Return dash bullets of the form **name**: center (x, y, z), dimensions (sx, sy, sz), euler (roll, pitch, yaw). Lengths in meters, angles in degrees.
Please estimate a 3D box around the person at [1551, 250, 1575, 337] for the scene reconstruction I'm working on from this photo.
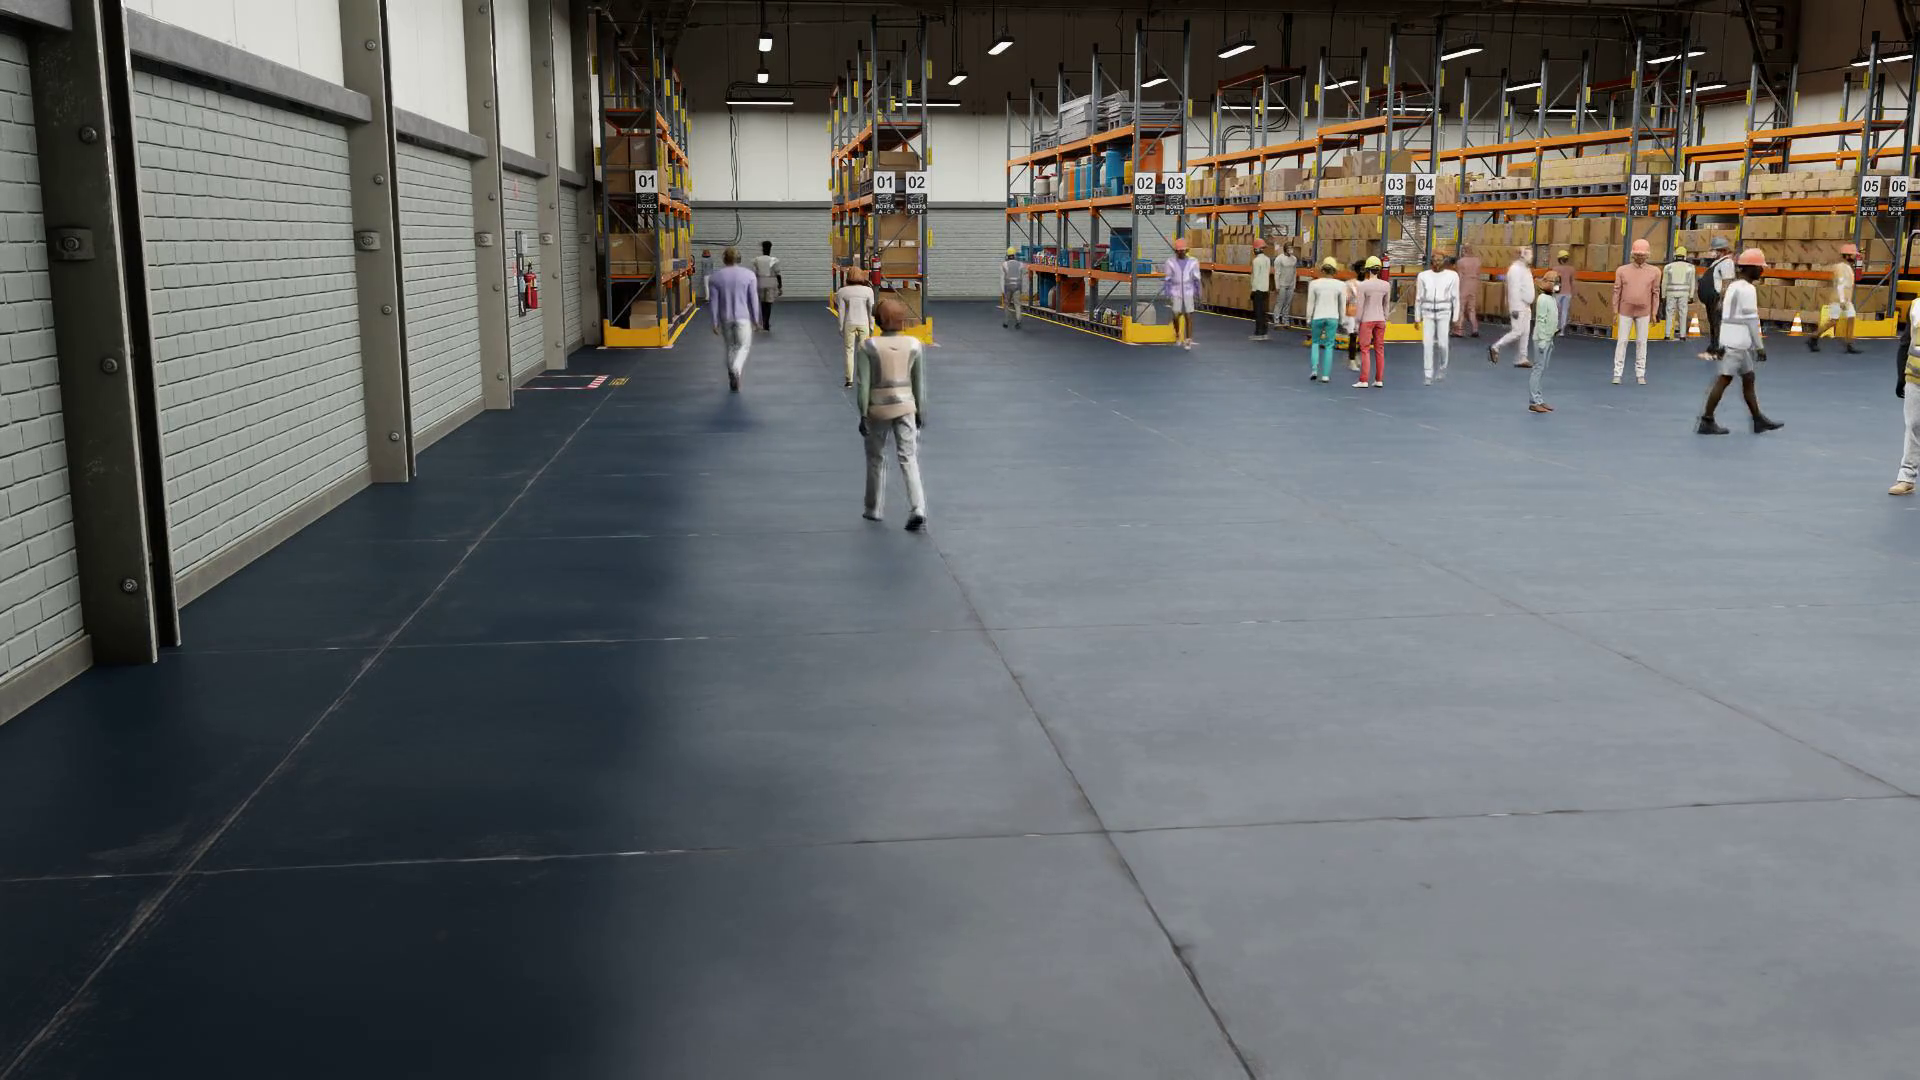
- **person**: center (12.218, -5.002, 33.790), dimensions (0.547, 1.760, 0.364), euler (-1, 10, -6)

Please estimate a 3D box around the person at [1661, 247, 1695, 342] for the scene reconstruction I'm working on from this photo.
- **person**: center (13.934, -4.766, 32.290), dimensions (0.602, 1.830, 0.404), euler (4, 11, 21)

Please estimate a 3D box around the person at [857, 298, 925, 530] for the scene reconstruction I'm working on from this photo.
- **person**: center (-0.471, -0.886, 11.639), dimensions (0.523, 1.599, 0.847), euler (-4, 11, -22)

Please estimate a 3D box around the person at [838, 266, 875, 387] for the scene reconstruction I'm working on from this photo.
- **person**: center (-1.398, -2.874, 22.458), dimensions (0.499, 1.636, 0.286), euler (-1, 10, -5)

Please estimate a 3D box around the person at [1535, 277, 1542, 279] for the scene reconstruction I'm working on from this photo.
- **person**: center (15.859, -7.244, 45.672), dimensions (0.638, 1.909, 0.408), euler (-3, 11, -17)

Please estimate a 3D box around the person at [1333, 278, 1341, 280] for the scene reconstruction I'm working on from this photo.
- **person**: center (11.528, -8.218, 51.057), dimensions (0.439, 1.901, 0.661), euler (-8, 13, -39)

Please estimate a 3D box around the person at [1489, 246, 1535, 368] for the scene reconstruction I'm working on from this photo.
- **person**: center (8.648, -3.616, 25.820), dimensions (0.631, 1.890, 0.659), euler (8, 13, 36)

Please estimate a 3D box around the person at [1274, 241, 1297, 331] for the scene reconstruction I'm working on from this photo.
- **person**: center (7.040, -5.491, 36.008), dimensions (0.625, 1.931, 0.368), euler (-8, 13, -37)

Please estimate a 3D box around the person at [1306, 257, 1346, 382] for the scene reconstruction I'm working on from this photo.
- **person**: center (5.150, -3.097, 23.397), dimensions (0.540, 1.745, 0.643), euler (3, 11, 13)

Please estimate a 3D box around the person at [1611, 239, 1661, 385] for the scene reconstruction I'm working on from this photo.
- **person**: center (9.289, -3.131, 22.888), dimensions (0.611, 1.994, 0.379), euler (3, 11, 17)

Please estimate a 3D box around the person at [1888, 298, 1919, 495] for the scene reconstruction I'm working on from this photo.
- **person**: center (7.606, -1.238, 12.930), dimensions (0.429, 1.844, 0.627), euler (-10, 14, -43)

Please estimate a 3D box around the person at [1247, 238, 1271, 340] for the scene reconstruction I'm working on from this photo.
- **person**: center (5.893, -4.938, 32.792), dimensions (0.396, 1.992, 0.623), euler (7, 13, 35)

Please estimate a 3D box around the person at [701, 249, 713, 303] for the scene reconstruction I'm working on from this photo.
- **person**: center (-7.816, -8.149, 51.377), dimensions (0.280, 1.636, 0.500), euler (6, 12, 30)

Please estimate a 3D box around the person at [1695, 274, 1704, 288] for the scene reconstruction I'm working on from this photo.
- **person**: center (19.687, -6.998, 44.025), dimensions (0.652, 2.007, 0.905), euler (-3, 11, -17)

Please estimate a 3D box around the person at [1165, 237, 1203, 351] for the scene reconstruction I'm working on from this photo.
- **person**: center (3.991, -4.375, 29.652), dimensions (0.683, 2.010, 0.500), euler (2, 10, 10)

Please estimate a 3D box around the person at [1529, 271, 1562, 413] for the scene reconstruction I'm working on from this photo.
- **person**: center (6.798, -2.298, 19.311), dimensions (0.284, 1.633, 0.498), euler (6, 12, 32)

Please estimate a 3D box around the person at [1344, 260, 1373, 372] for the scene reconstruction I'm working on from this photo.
- **person**: center (6.023, -3.389, 25.156), dimensions (0.543, 1.689, 0.398), euler (-2, 11, -13)

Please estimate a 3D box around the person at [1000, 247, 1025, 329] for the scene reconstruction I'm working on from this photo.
- **person**: center (1.171, -5.564, 36.777), dimensions (0.586, 1.803, 0.850), euler (-2, 11, -11)

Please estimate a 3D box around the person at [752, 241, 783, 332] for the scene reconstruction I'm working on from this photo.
- **person**: center (-4.113, -5.448, 35.755), dimensions (0.618, 1.923, 0.920), euler (2, 10, 9)

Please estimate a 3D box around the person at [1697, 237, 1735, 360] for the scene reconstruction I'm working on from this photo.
- **person**: center (12.489, -3.999, 27.518), dimensions (0.535, 2.000, 0.673), euler (2, 11, 12)

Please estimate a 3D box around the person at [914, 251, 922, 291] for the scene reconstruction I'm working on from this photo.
- **person**: center (-1.313, -7.942, 49.412), dimensions (0.362, 1.939, 0.543), euler (-1, 10, -3)

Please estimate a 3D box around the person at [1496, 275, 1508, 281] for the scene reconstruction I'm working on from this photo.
- **person**: center (14.355, -6.910, 43.896), dimensions (0.560, 1.884, 1.020), euler (-3, 11, -18)

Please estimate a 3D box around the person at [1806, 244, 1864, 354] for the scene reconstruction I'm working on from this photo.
- **person**: center (15.311, -4.198, 28.969), dimensions (0.549, 1.912, 0.892), euler (-8, 13, -38)

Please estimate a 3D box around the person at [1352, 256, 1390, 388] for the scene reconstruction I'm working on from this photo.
- **person**: center (5.526, -2.923, 22.372), dimensions (0.531, 1.768, 0.311), euler (-4, 11, -21)

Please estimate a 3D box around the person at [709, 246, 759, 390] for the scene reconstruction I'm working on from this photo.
- **person**: center (-2.970, -2.893, 21.806), dimensions (0.636, 1.919, 0.785), euler (1, 10, 8)

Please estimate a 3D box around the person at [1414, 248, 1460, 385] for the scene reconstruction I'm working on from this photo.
- **person**: center (6.550, -3.064, 22.851), dimensions (0.592, 1.875, 0.522), euler (5, 11, 24)

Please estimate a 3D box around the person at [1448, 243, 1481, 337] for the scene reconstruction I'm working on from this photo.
- **person**: center (10.223, -5.026, 33.574), dimensions (0.680, 1.900, 0.593), euler (-6, 12, -28)

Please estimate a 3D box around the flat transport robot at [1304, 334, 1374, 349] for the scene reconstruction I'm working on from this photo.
- **flat transport robot**: center (6.965, -3.639, 30.397), dimensions (0.652, 0.197, 1.431), euler (-4, 11, -20)

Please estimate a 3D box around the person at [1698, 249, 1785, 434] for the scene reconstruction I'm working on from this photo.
- **person**: center (8.071, -2.010, 16.997), dimensions (0.948, 1.891, 0.548), euler (2, 11, 13)
